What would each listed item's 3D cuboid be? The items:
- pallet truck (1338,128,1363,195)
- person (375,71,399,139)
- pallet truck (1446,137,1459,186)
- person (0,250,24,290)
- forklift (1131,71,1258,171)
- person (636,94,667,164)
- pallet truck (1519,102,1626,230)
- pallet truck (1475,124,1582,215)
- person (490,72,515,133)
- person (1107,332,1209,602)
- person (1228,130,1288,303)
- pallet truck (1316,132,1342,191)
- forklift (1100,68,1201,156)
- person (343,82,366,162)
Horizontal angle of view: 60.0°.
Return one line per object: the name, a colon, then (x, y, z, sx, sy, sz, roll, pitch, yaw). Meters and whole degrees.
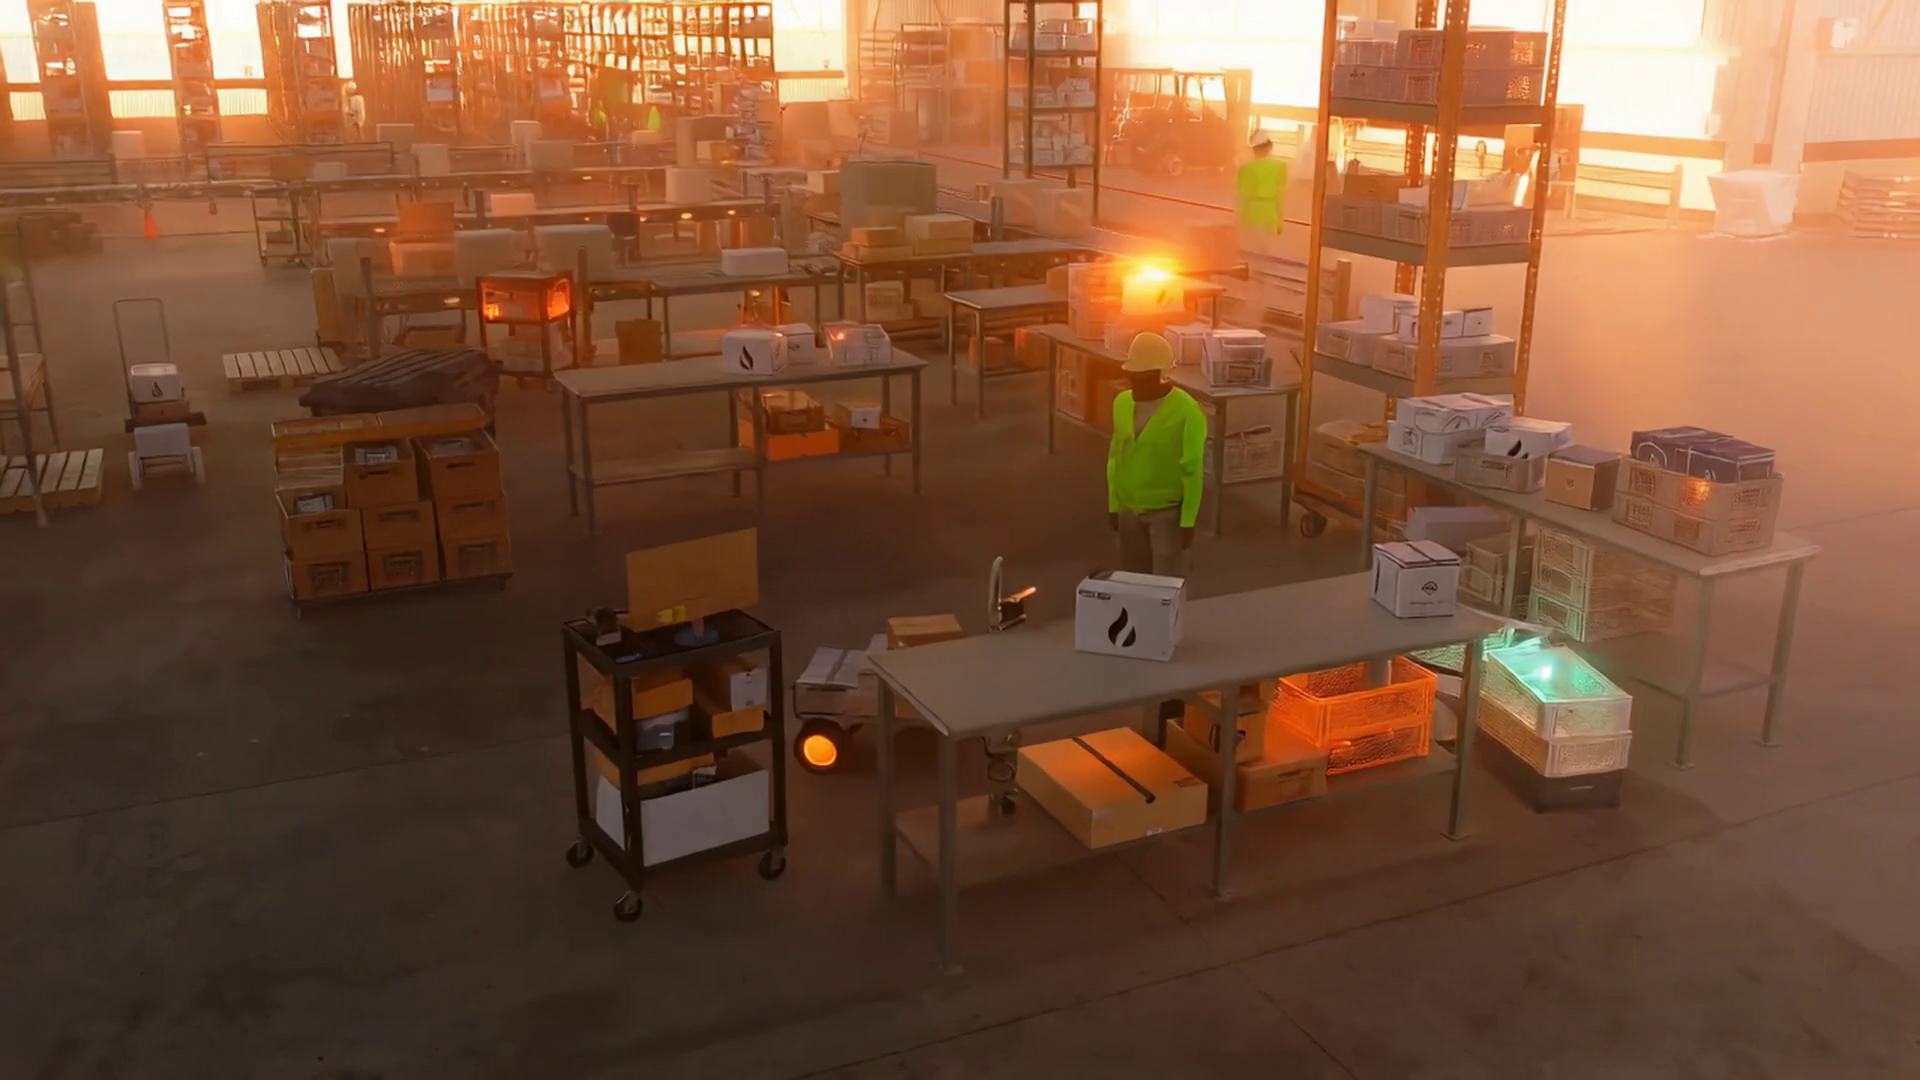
pallet truck: (7.845, -7.140, 31.411, 1.522, 1.261, 0.704, -9, 20, -25)
person: (-15.232, -11.572, 44.340, 1.012, 1.939, 0.644, 0, 18, 0)
pallet truck: (9.184, -6.485, 29.328, 1.630, 1.274, 0.653, -8, 19, -23)
person: (-12.187, -3.965, 20.497, 0.652, 1.860, 1.009, 12, 21, 34)
forklift: (4.998, -8.936, 35.413, 2.680, 1.987, 1.157, -9, 20, -25)
person: (-6.517, -8.570, 35.215, 0.881, 1.720, 0.513, -1, 18, -2)
pallet truck: (9.972, -6.037, 26.785, 1.885, 1.965, 0.823, -9, 20, -25)
pallet truck: (9.707, -6.455, 28.103, 1.885, 1.965, 0.823, -7, 19, -20)
person: (-12.550, -11.991, 45.834, 0.801, 1.823, 0.571, -8, 19, -25)
person: (0.987, -0.176, 8.619, 0.596, 1.822, 0.404, 16, 24, 42)
person: (3.558, -3.909, 20.057, 0.623, 2.000, 0.944, -5, 18, -16)
pallet truck: (7.723, -7.504, 32.656, 1.601, 1.201, 0.680, -8, 19, -23)
forklift: (4.082, -9.564, 37.410, 2.680, 1.987, 1.157, -8, 19, -23)
person: (-14.083, -9.712, 38.646, 0.586, 1.824, 0.403, 10, 20, 28)
